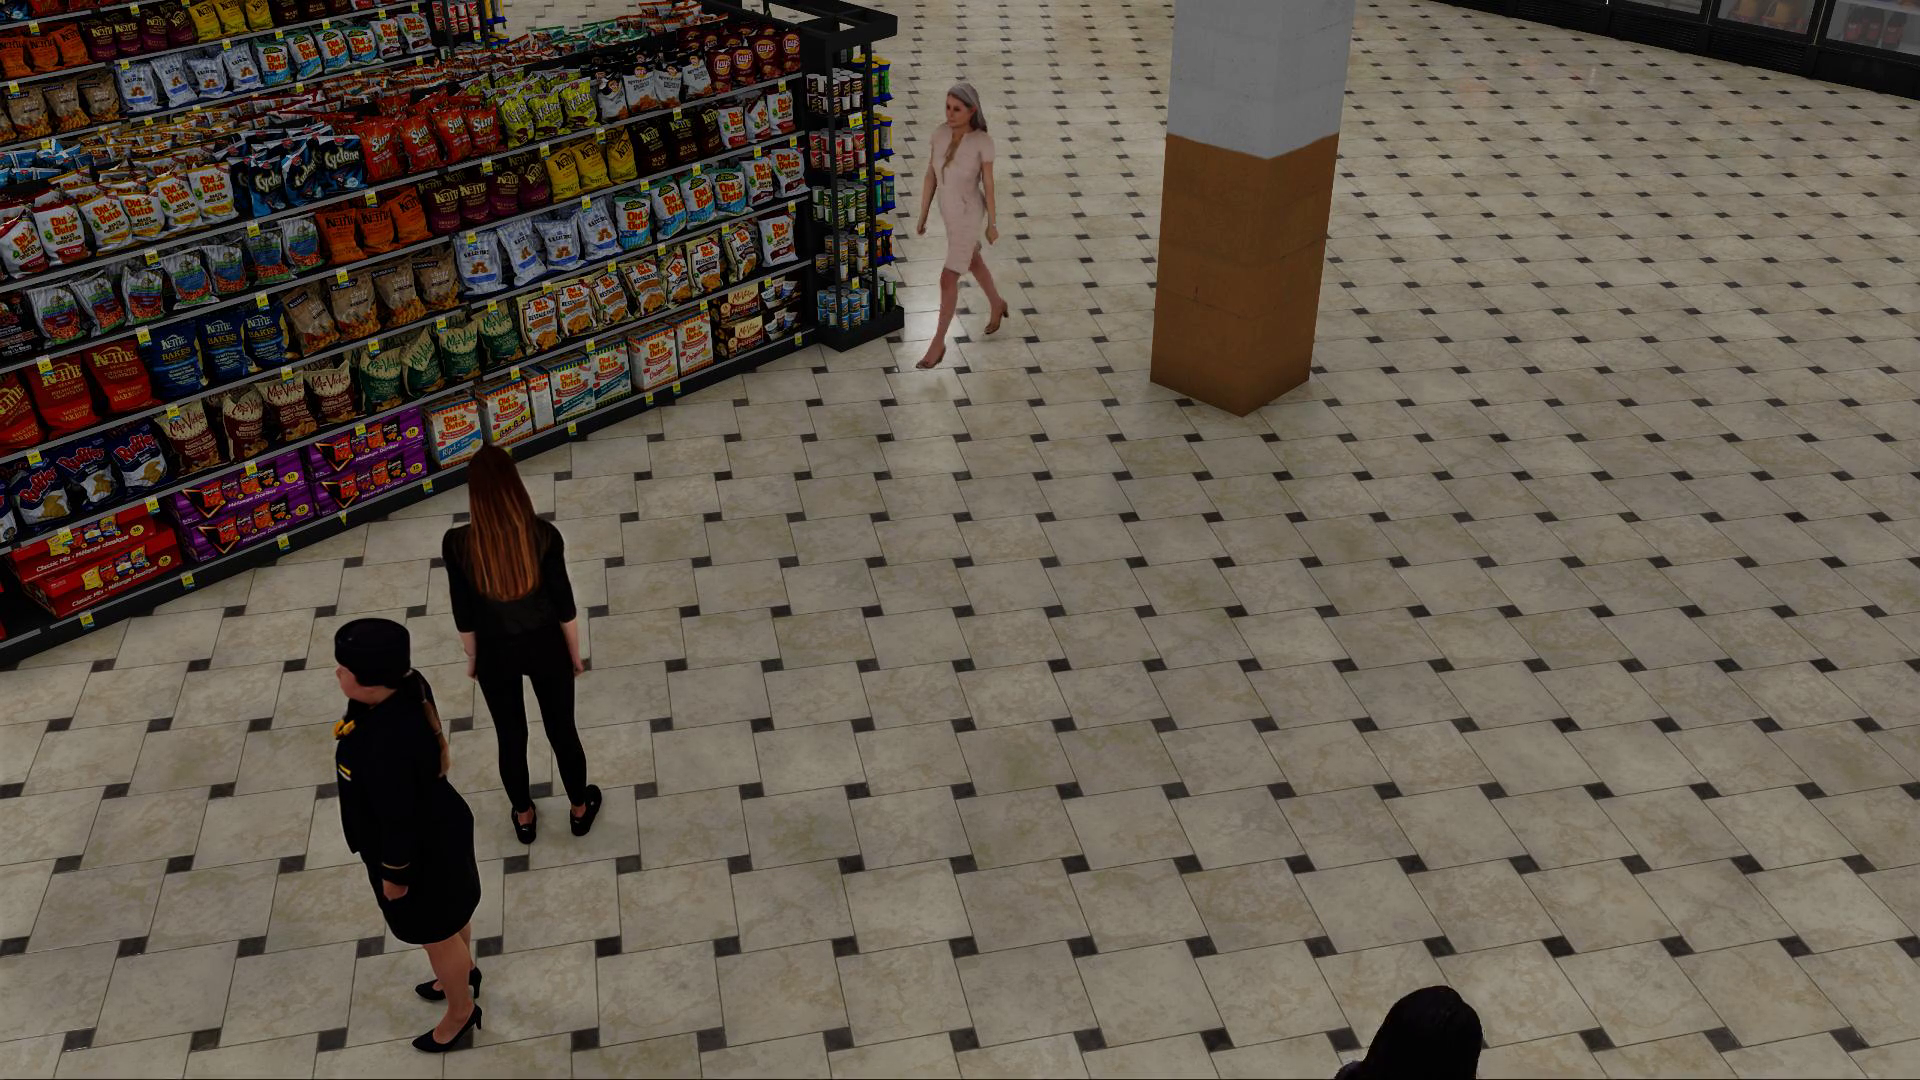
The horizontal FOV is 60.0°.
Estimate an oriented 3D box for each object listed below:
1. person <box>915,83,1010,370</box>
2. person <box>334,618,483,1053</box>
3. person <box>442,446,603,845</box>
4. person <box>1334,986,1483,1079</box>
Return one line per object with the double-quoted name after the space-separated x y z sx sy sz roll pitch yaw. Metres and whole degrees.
0.062 -1.936 10.133 0.617 1.689 1.140 25 40 35 "person"
-1.785 0.983 5.460 0.824 1.671 0.806 -6 32 -10 "person"
-1.668 0.434 6.318 0.648 1.696 0.736 -4 32 -7 "person"
1.010 1.807 4.115 0.710 1.692 0.625 -27 41 -36 "person"
